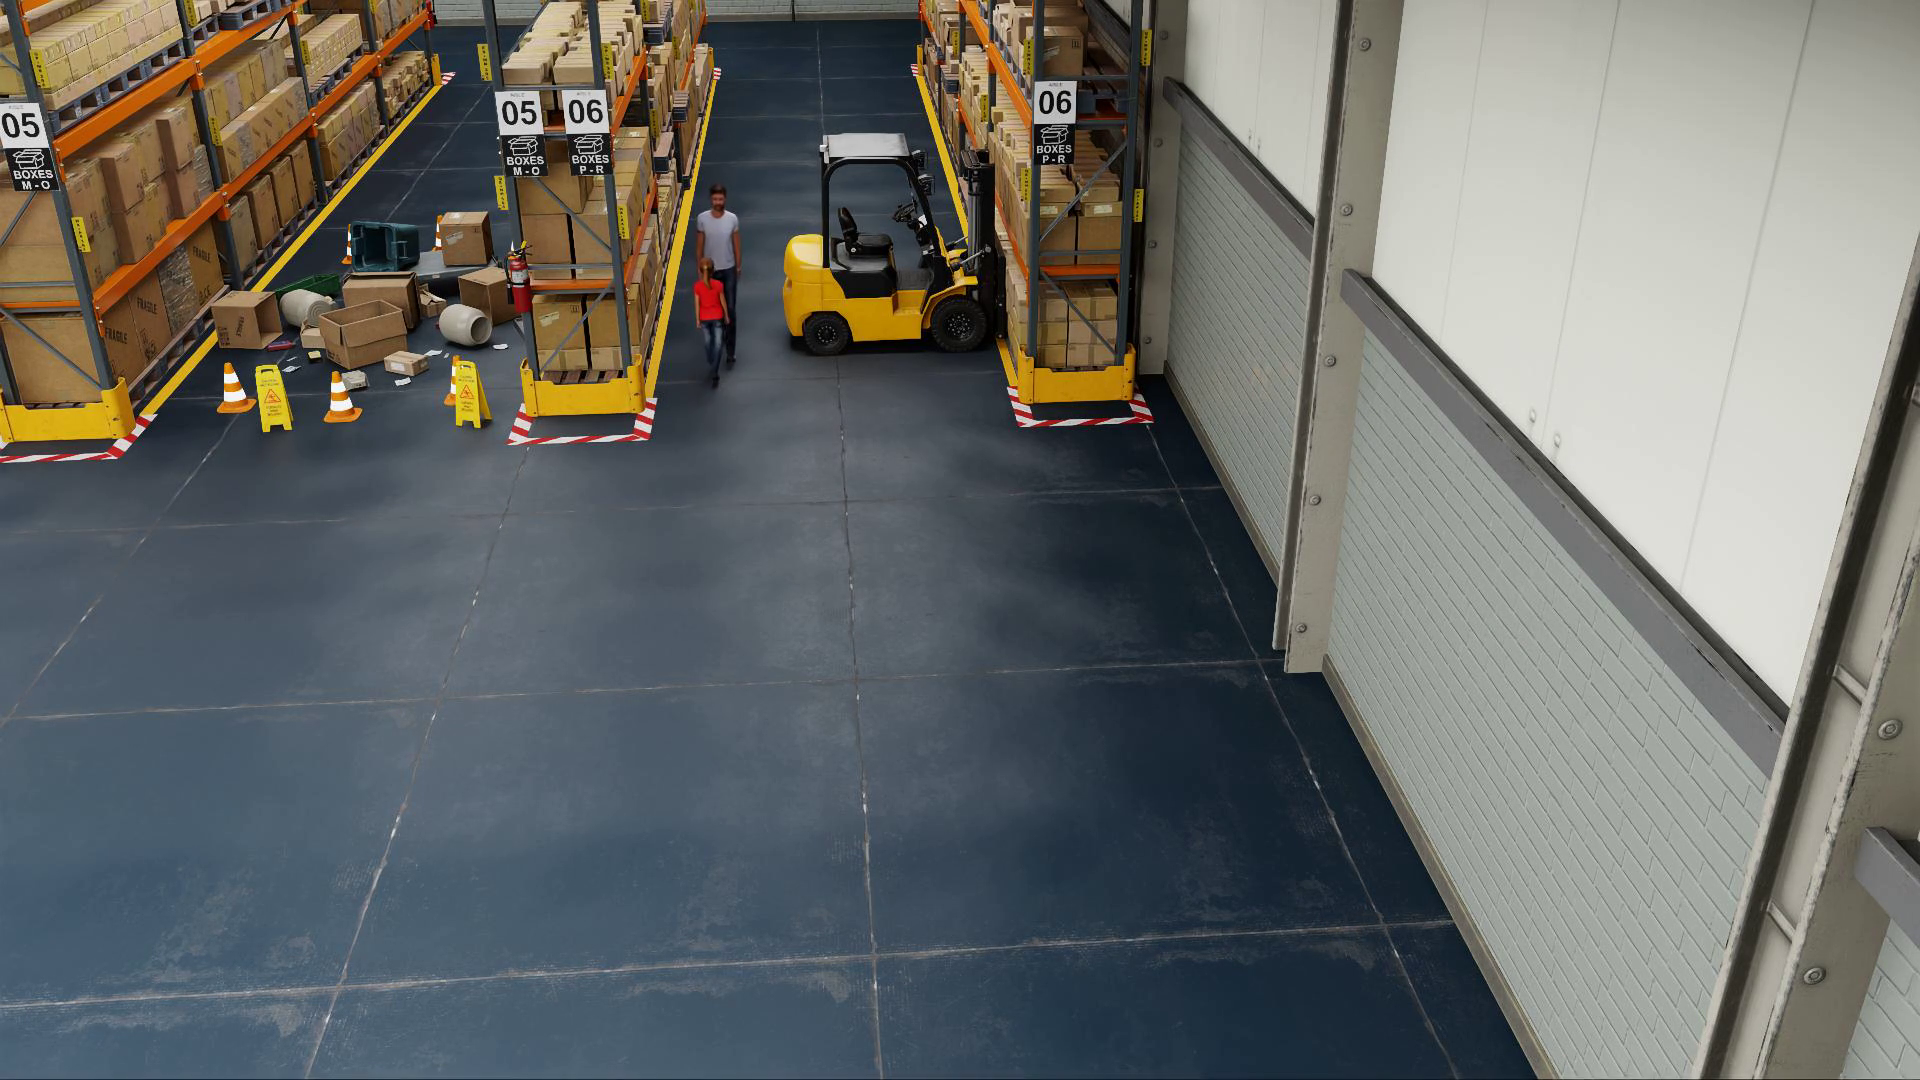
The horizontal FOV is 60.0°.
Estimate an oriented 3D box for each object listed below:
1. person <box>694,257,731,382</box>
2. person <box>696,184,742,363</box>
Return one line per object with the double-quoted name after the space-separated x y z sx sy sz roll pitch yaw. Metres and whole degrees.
-2.565 -2.265 17.174 0.539 1.293 0.815 1 27 3 "person"
-2.583 -2.891 17.813 0.636 1.823 1.195 -2 27 -3 "person"
